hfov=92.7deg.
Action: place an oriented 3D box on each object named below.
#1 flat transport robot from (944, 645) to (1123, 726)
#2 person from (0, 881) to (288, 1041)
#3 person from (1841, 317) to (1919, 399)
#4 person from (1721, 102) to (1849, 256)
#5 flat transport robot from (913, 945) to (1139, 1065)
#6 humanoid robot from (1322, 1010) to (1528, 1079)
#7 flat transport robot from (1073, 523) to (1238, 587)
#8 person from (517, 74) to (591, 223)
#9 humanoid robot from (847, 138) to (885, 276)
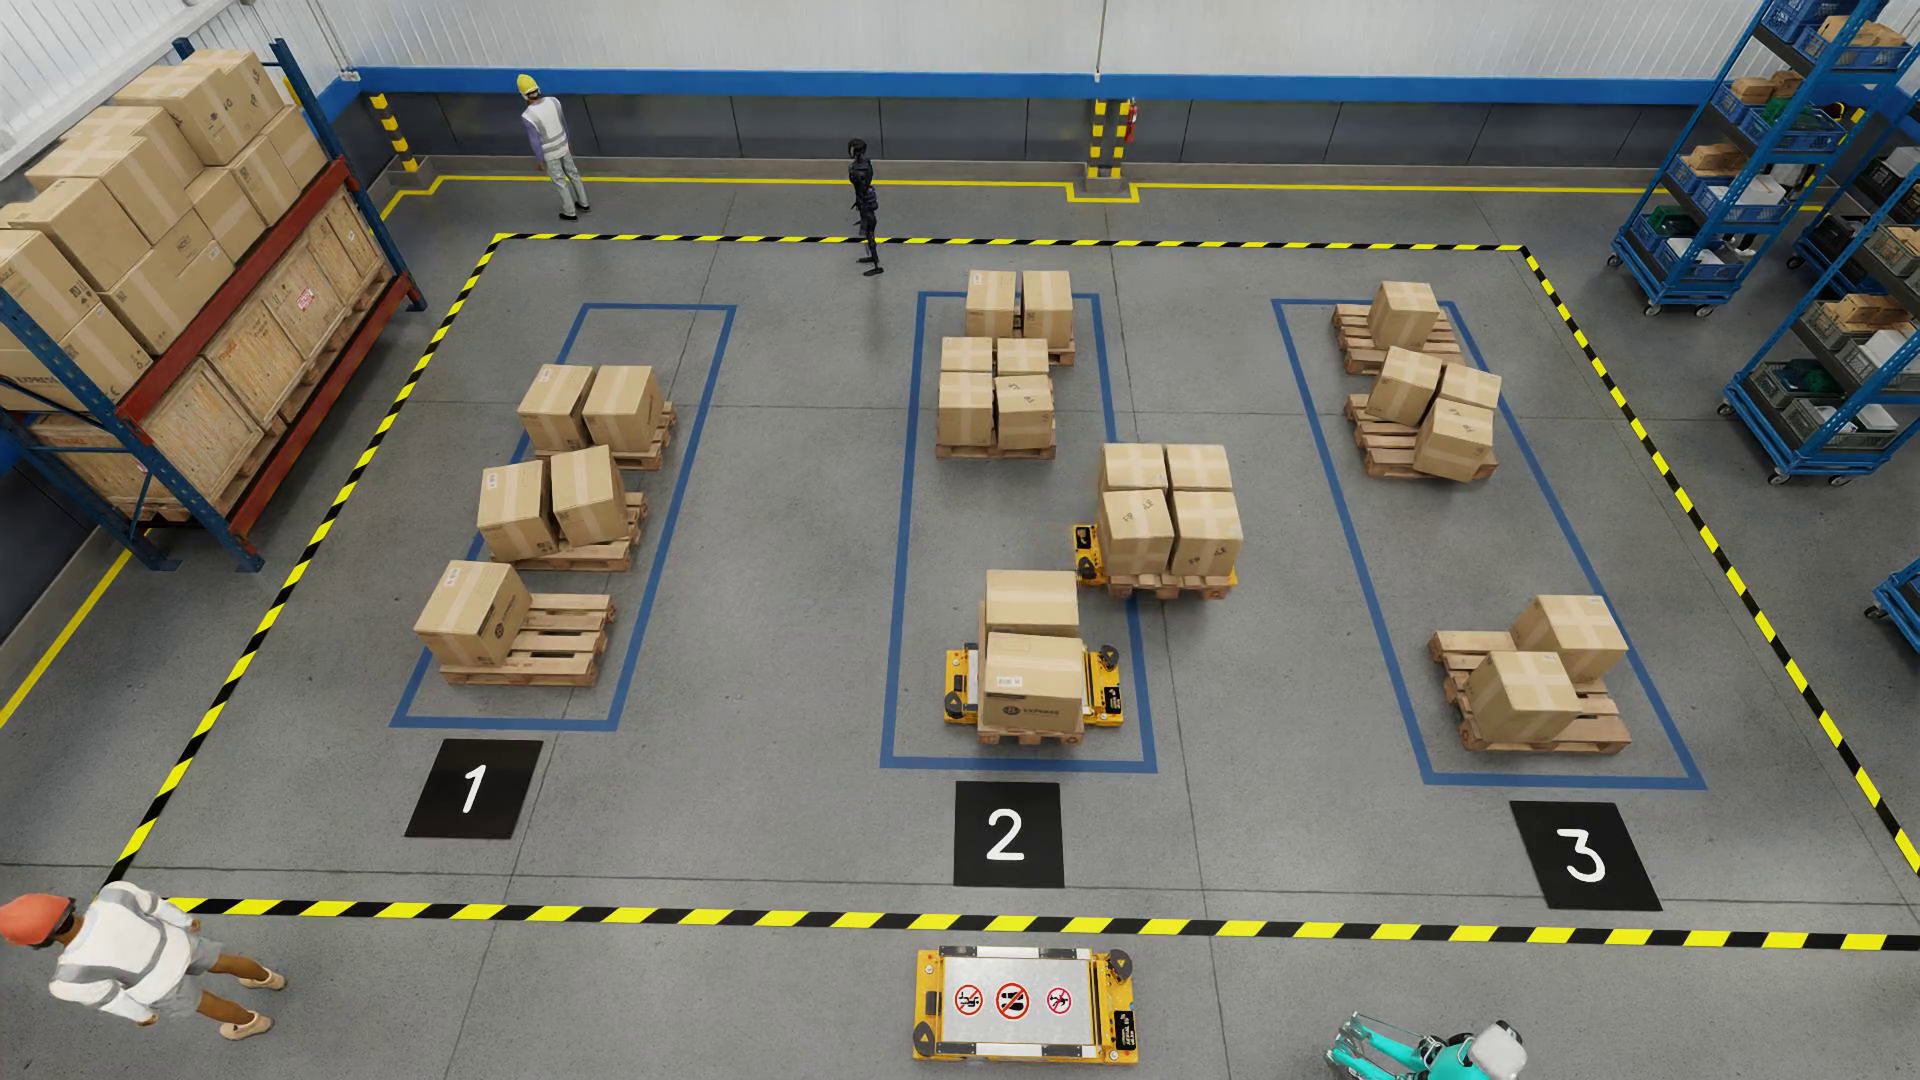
[{"bbox_3d":[0.596,1.174,7.511,1.431,0.197,0.652,1,51,1],"label":"flat transport robot"},{"bbox_3d":[-4.682,2.474,5.327,0.373,2.040,0.613,-3,51,-2],"label":"person"},{"bbox_3d":[9.653,-2.144,9.197,0.512,1.876,0.328,4,51,3],"label":"person"},{"bbox_3d":[9.836,-4.298,10.957,0.314,1.869,0.534,-15,52,-12],"label":"person"},{"bbox_3d":[0.422,3.041,6.007,1.431,0.231,0.659,1,51,1],"label":"flat transport robot"},{"bbox_3d":[2.439,2.858,5.122,0.533,1.677,0.735,-36,59,-26],"label":"humanoid robot"},{"bbox_3d":[1.776,0.108,8.380,1.431,0.197,0.652,1,51,1],"label":"flat transport robot"},{"bbox_3d":[-5.097,-4.875,11.457,0.404,1.822,0.587,22,54,17],"label":"person"},{"bbox_3d":[-1.107,-3.885,10.749,0.437,1.657,0.604,-9,51,-7],"label":"humanoid robot"}]
